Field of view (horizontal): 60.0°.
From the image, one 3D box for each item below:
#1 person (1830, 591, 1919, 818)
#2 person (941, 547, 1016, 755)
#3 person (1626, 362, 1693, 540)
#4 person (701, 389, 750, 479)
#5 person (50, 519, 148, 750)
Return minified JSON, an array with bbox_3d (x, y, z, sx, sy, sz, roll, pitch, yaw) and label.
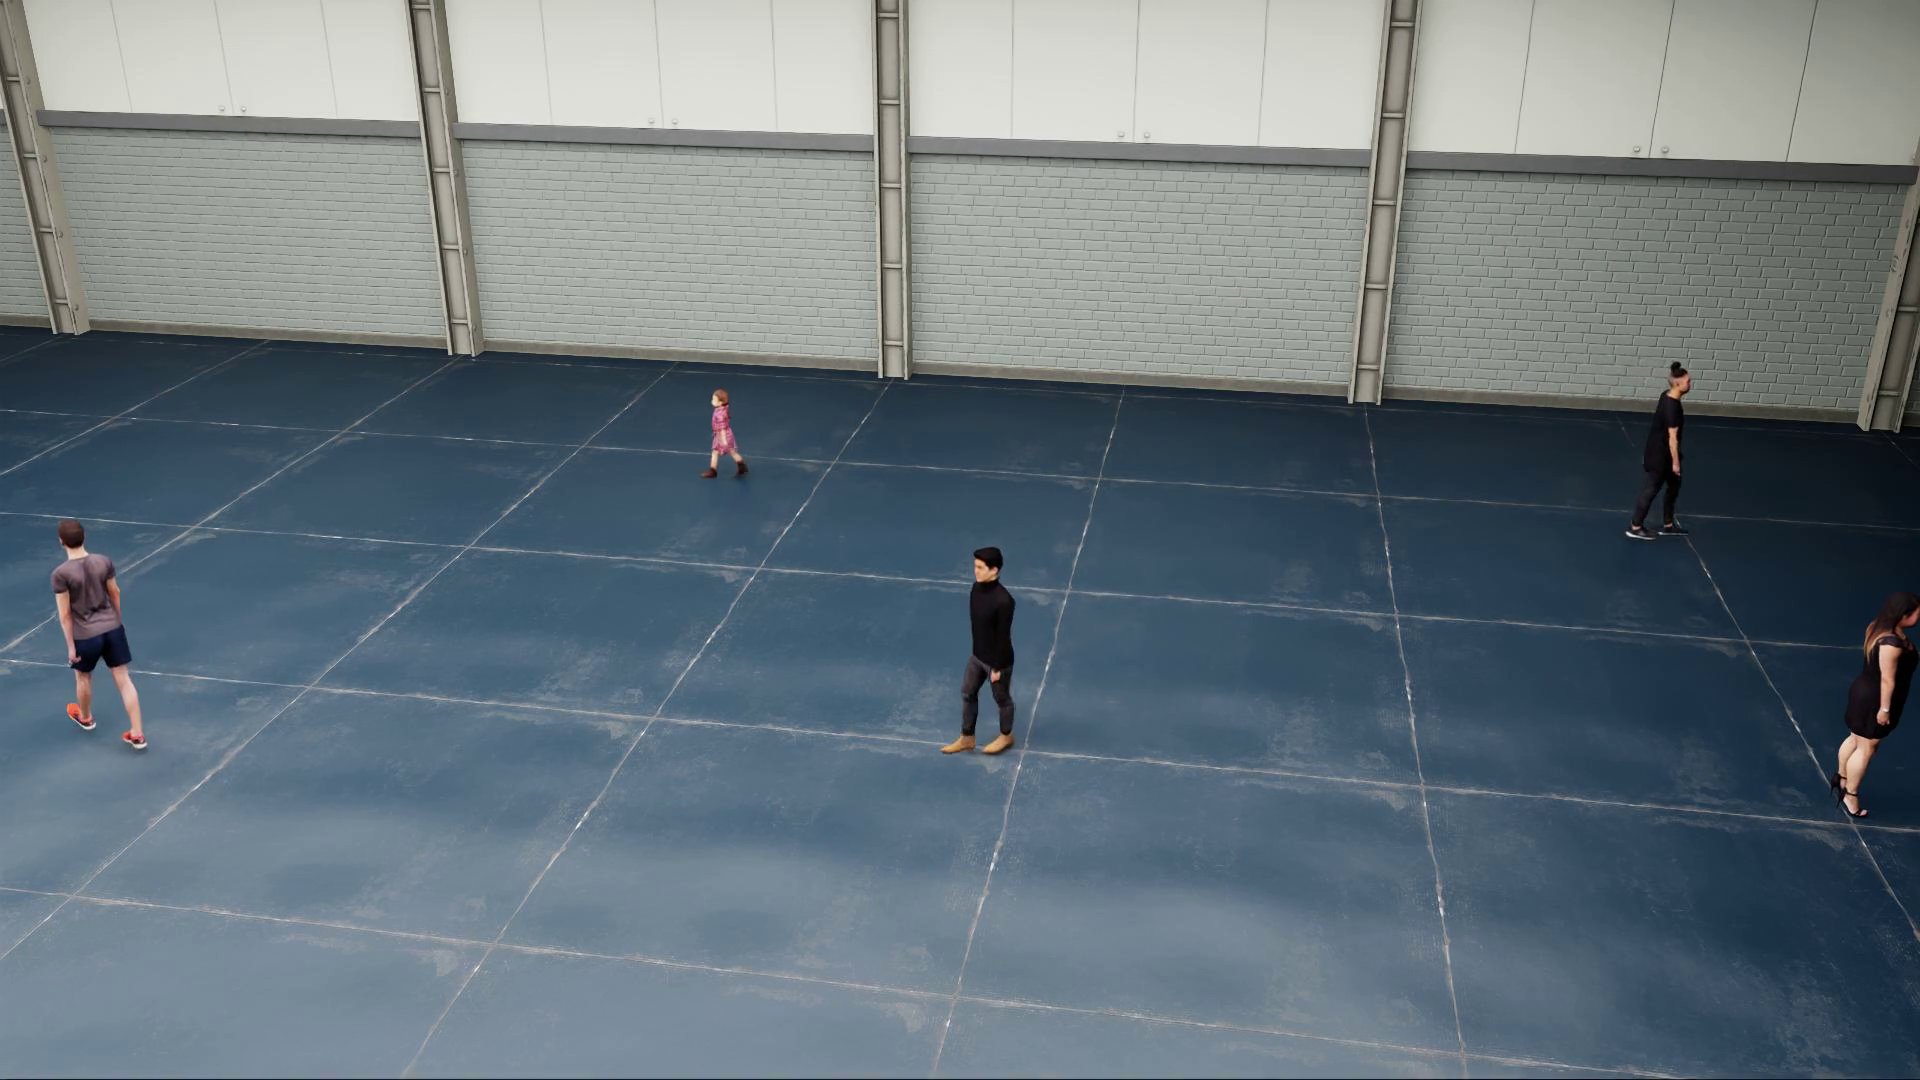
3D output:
[{"bbox_3d":[6.505,1.141,11.831,0.625,1.716,0.676,6,24,14],"label":"person"},{"bbox_3d":[0.297,0.832,12.568,0.986,1.708,0.923,-15,27,-31],"label":"person"},{"bbox_3d":[6.853,-0.881,16.412,0.884,1.853,0.802,8,24,19],"label":"person"},{"bbox_3d":[-2.536,-1.151,18.115,0.763,1.017,0.491,1,23,1],"label":"person"},{"bbox_3d":[-6.496,0.759,12.610,1.230,1.810,1.010,16,28,33],"label":"person"}]
